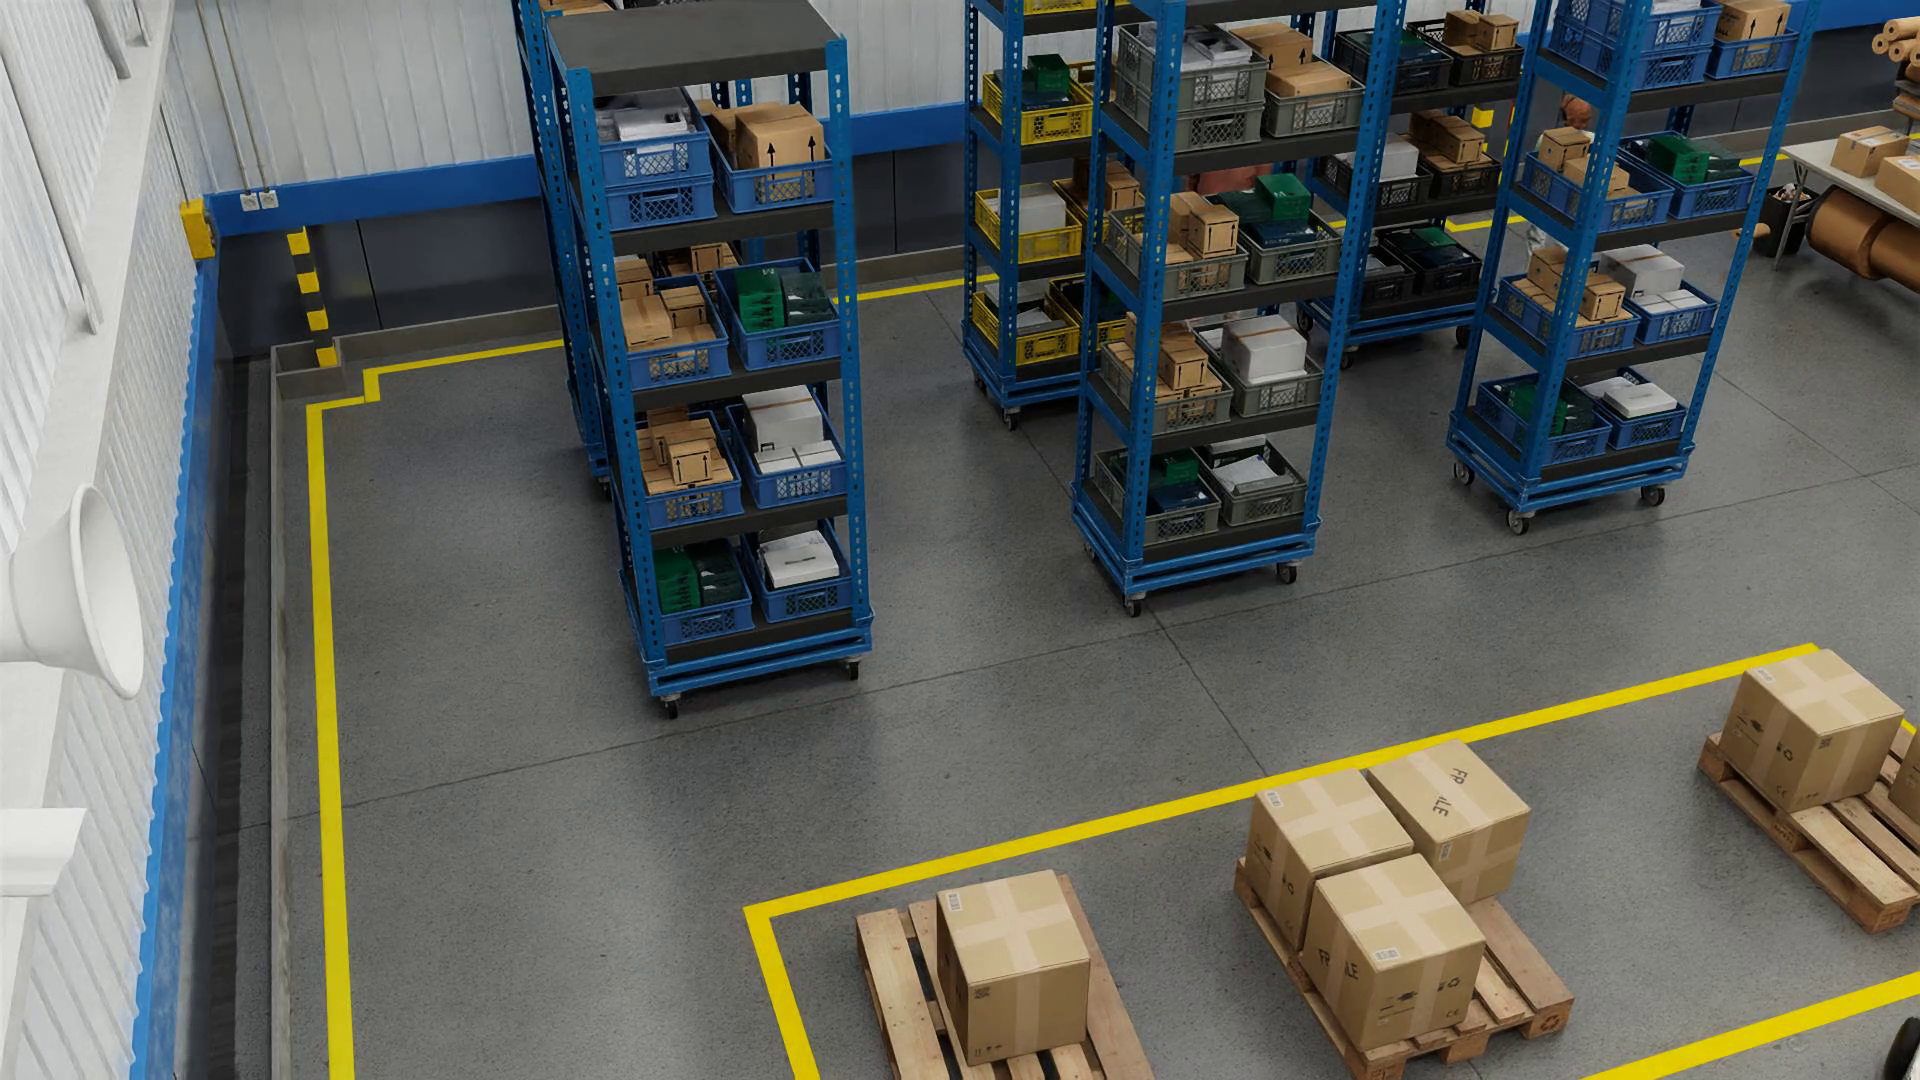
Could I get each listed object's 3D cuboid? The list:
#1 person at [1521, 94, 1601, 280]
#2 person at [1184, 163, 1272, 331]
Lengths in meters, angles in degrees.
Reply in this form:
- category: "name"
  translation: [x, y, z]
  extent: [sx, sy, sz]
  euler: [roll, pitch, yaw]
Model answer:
- category: "person"
  translation: [4.468, -2.519, 12.430]
  extent: [0.514, 1.632, 0.312]
  euler: [0, 35, 0]
- category: "person"
  translation: [1.831, -2.199, 11.666]
  extent: [0.608, 1.995, 0.377]
  euler: [18, 39, 24]
